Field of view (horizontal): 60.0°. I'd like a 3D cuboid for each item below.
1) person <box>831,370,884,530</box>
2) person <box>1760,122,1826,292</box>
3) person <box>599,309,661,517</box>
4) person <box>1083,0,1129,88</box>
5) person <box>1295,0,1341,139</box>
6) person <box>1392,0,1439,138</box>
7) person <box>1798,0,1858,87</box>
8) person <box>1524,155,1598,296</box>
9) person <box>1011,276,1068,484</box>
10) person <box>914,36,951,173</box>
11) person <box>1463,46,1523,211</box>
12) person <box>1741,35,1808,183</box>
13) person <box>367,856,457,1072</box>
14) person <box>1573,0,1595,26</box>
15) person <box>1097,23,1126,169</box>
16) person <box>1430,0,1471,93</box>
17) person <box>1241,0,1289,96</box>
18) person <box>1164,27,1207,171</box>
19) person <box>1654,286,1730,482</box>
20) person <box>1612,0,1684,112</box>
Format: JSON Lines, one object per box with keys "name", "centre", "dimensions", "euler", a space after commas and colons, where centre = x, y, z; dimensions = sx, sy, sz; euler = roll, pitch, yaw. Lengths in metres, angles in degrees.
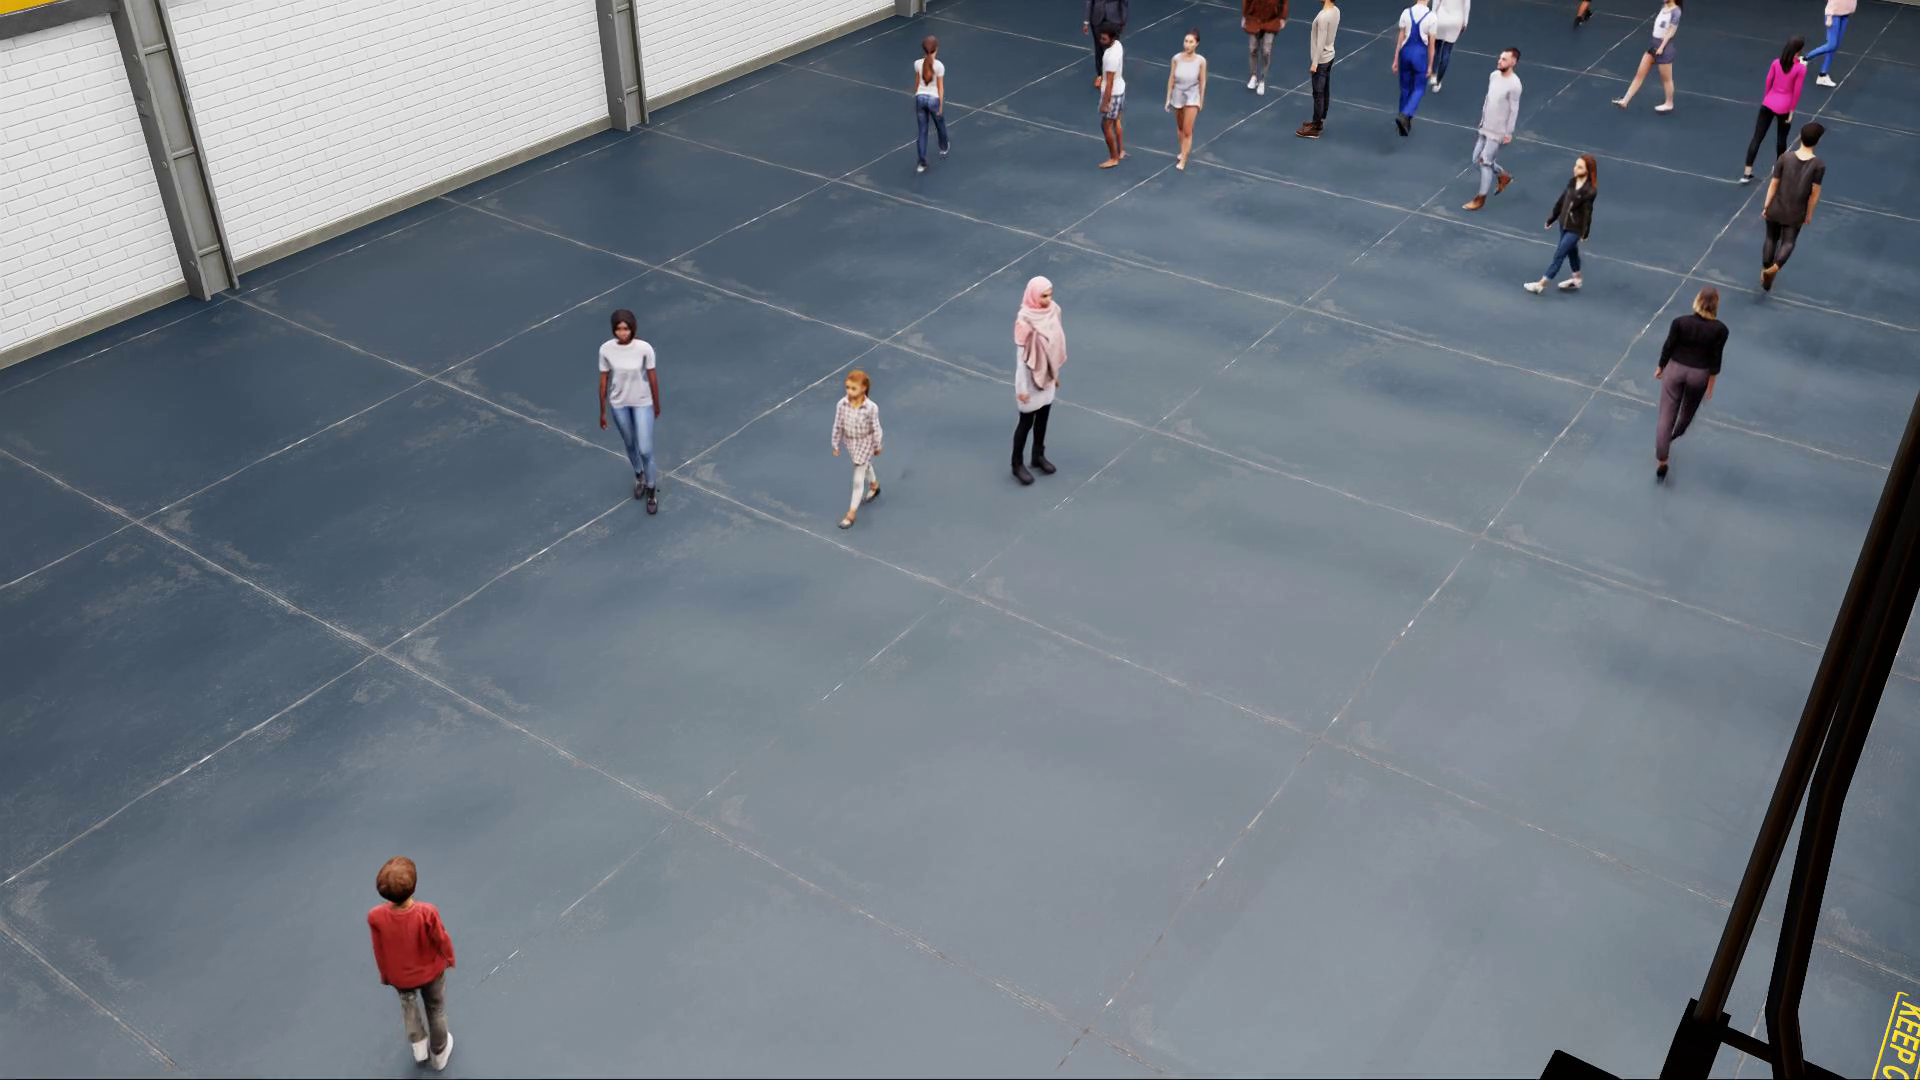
{"name": "person", "centre": [-0.773, -0.787, 13.213], "dimensions": [0.653, 1.269, 0.989], "euler": [14, 36, 20]}
{"name": "person", "centre": [8.251, -3.299, 16.607], "dimensions": [0.608, 1.697, 0.893], "euler": [21, 39, 29]}
{"name": "person", "centre": [-2.613, -1.097, 13.287], "dimensions": [0.825, 1.704, 0.917], "euler": [2, 34, 3]}
{"name": "person", "centre": [1.906, -6.778, 21.764], "dimensions": [0.994, 1.782, 1.263], "euler": [8, 34, 12]}
{"name": "person", "centre": [4.428, -5.868, 20.318], "dimensions": [0.748, 1.867, 0.547], "euler": [16, 37, 22]}
{"name": "person", "centre": [5.484, -5.807, 20.260], "dimensions": [0.711, 1.829, 0.979], "euler": [18, 38, 25]}
{"name": "person", "centre": [11.518, -6.919, 21.994], "dimensions": [0.871, 1.761, 0.879], "euler": [-20, 39, -27]}
{"name": "person", "centre": [6.162, -3.132, 16.585], "dimensions": [1.002, 1.442, 0.929], "euler": [-7, 34, -10]}
{"name": "person", "centre": [0.613, -1.309, 13.520], "dimensions": [0.580, 1.800, 0.728], "euler": [-27, 42, -34]}
{"name": "person", "centre": [-0.388, -5.075, 19.440], "dimensions": [0.770, 1.517, 1.113], "euler": [9, 35, 14]}
{"name": "person", "centre": [5.985, -4.556, 18.380], "dimensions": [1.027, 1.826, 0.953], "euler": [-9, 35, -13]}
{"name": "person", "centre": [9.304, -4.901, 19.051], "dimensions": [1.142, 1.660, 0.763], "euler": [-27, 42, -34]}
{"name": "person", "centre": [-2.815, 2.237, 8.541], "dimensions": [0.615, 1.405, 0.667], "euler": [-4, 34, -6]}
{"name": "person", "centre": [9.200, -8.135, 24.303], "dimensions": [0.586, 1.230, 0.920], "euler": [28, 43, 36]}
{"name": "person", "centre": [1.824, -5.249, 19.542], "dimensions": [0.917, 1.695, 0.673], "euler": [13, 36, 19]}
{"name": "person", "centre": [6.351, -6.714, 21.681], "dimensions": [0.709, 1.766, 0.697], "euler": [12, 35, 17]}
{"name": "person", "centre": [3.978, -6.801, 21.768], "dimensions": [0.844, 1.815, 0.920], "euler": [11, 35, 15]}
{"name": "person", "centre": [2.685, -5.221, 19.609], "dimensions": [0.659, 1.573, 0.979], "euler": [15, 37, 22]}
{"name": "person", "centre": [5.900, -1.235, 13.560], "dimensions": [0.778, 1.633, 1.086], "euler": [12, 36, 18]}
{"name": "person", "centre": [8.951, -6.176, 21.020], "dimensions": [1.075, 1.602, 1.024], "euler": [-5, 34, -7]}
